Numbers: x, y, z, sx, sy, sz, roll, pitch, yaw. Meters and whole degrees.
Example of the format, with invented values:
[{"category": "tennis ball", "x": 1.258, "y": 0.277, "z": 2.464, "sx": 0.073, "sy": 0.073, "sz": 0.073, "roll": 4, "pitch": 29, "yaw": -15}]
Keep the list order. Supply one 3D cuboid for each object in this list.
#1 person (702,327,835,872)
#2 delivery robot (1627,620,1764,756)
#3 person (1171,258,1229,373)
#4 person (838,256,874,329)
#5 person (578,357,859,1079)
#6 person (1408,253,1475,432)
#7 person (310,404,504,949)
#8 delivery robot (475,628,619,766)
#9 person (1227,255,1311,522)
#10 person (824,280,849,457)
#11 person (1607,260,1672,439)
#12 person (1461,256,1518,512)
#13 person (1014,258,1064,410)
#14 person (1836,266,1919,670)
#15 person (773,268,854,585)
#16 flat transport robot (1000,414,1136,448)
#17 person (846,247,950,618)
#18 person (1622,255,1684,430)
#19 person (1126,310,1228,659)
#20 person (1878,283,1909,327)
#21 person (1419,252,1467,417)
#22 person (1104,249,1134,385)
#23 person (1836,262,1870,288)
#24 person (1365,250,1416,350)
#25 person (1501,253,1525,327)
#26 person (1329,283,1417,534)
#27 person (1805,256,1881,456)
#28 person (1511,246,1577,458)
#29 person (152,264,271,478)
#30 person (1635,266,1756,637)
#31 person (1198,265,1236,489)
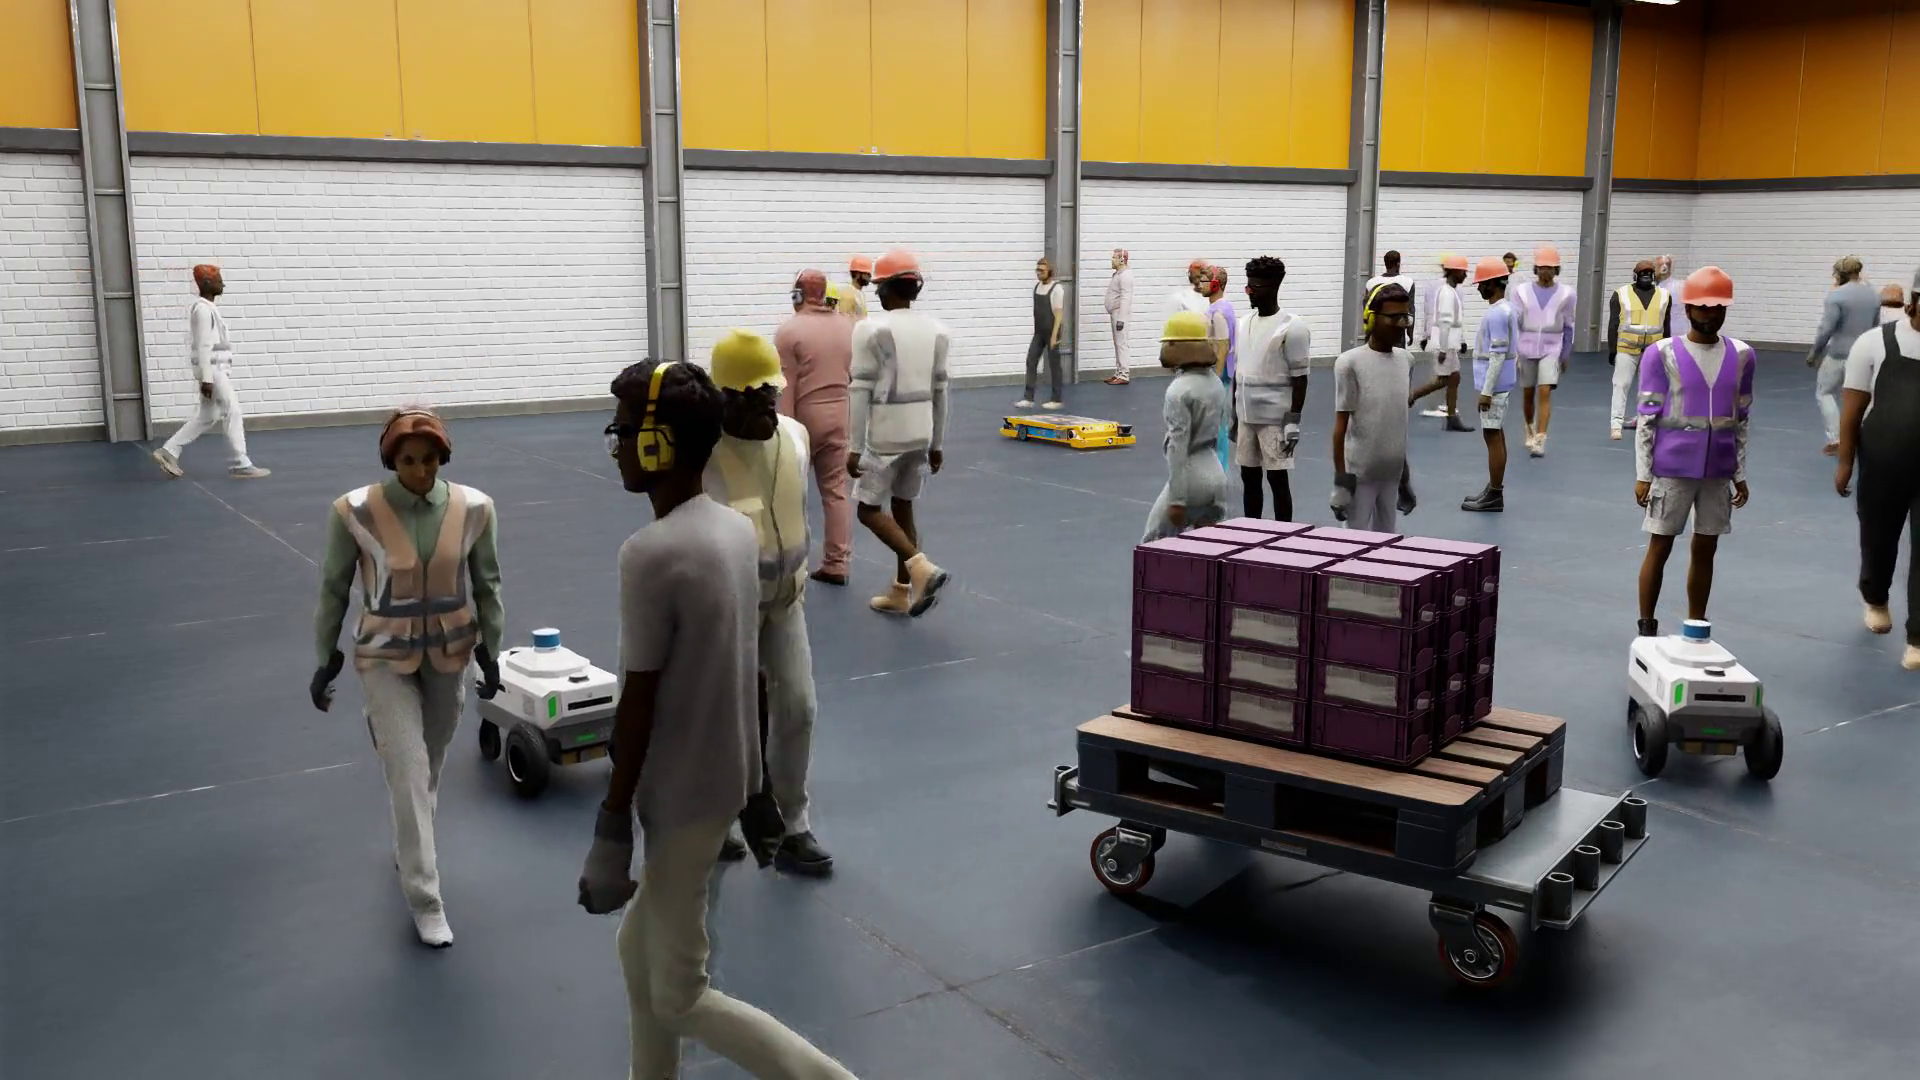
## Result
[{"category": "person", "x": -0.701, "y": 0.210, "z": 5.385, "sx": 0.611, "sy": 1.792, "sz": 0.726, "roll": -9, "pitch": 14, "yaw": -40}, {"category": "delivery robot", "x": 2.913, "y": 0.562, "z": 6.611, "sx": 0.477, "sy": 0.478, "sz": 0.707, "roll": 1, "pitch": 10, "yaw": 8}, {"category": "person", "x": 2.337, "y": -1.808, "z": 16.244, "sx": 0.611, "sy": 1.871, "sz": 0.482, "roll": -2, "pitch": 11, "yaw": -13}, {"category": "person", "x": -1.062, "y": -2.064, "z": 17.645, "sx": 1.003, "sy": 1.871, "sz": 0.546, "roll": 1, "pitch": 10, "yaw": 7}, {"category": "person", "x": -0.496, "y": 0.545, "z": 3.449, "sx": 0.797, "sy": 1.841, "sz": 0.522, "roll": 2, "pitch": 11, "yaw": 11}, {"category": "person", "x": 5.111, "y": -2.105, "z": 17.781, "sx": 0.778, "sy": 1.912, "sz": 0.545, "roll": 3, "pitch": 11, "yaw": 18}, {"category": "person", "x": -1.713, "y": 0.358, "z": 5.147, "sx": 0.575, "sy": 1.590, "sz": 0.867, "roll": -7, "pitch": 12, "yaw": -34}, {"category": "delivery robot", "x": -1.599, "y": 0.588, "z": 6.467, "sx": 0.477, "sy": 0.478, "sz": 0.707, "roll": -8, "pitch": 13, "yaw": -39}, {"category": "person", "x": 1.887, "y": -0.777, "z": 10.331, "sx": 0.361, "sy": 1.964, "sz": 0.616, "roll": -6, "pitch": 12, "yaw": -31}, {"category": "person", "x": -1.346, "y": -1.469, "z": 14.888, "sx": 0.555, "sy": 1.695, "sz": 0.937, "roll": 9, "pitch": 14, "yaw": 42}, {"category": "person", "x": 6.973, "y": -1.945, "z": 17.083, "sx": 0.626, "sy": 1.844, "sz": 0.429, "roll": 1, "pitch": 10, "yaw": 6}, {"category": "person", "x": 4.017, "y": -1.174, "z": 12.620, "sx": 0.375, "sy": 1.927, "sz": 0.543, "roll": 4, "pitch": 11, "yaw": 23}, {"category": "person", "x": 0.945, "y": -2.445, "z": 19.876, "sx": 0.788, "sy": 1.818, "sz": 0.548, "roll": -9, "pitch": 14, "yaw": -40}, {"category": "person", "x": 4.778, "y": -0.447, "z": 8.322, "sx": 0.683, "sy": 2.000, "sz": 0.965, "roll": 6, "pitch": 12, "yaw": 28}, {"category": "person", "x": -0.955, "y": -0.683, "z": 10.039, "sx": 0.685, "sy": 1.879, "sz": 0.773, "roll": -10, "pitch": 14, "yaw": -43}, {"category": "flat transport robot", "x": 1.077, "y": -1.120, "z": 16.864, "sx": 0.652, "sy": 0.197, "sz": 1.431, "roll": -7, "pitch": 12, "yaw": -33}, {"category": "person", "x": -0.296, "y": -0.543, "z": 8.892, "sx": 0.634, "sy": 2.025, "sz": 0.624, "roll": -9, "pitch": 14, "yaw": -41}, {"category": "person", "x": 7.461, "y": -2.123, "z": 17.954, "sx": 0.791, "sy": 1.876, "sz": 0.676, "roll": 1, "pitch": 10, "yaw": 8}, {"category": "person", "x": 1.080, "y": -0.240, "z": 8.071, "sx": 0.566, "sy": 1.724, "sz": 0.490, "roll": 9, "pitch": 14, "yaw": 42}, {"category": "person", "x": 9.469, "y": -1.826, "z": 17.049, "sx": 0.508, "sy": 1.613, "sz": 0.564, "roll": 5, "pitch": 12, "yaw": 26}, {"category": "person", "x": 5.673, "y": -2.373, "z": 19.265, "sx": 0.735, "sy": 1.892, "sz": 0.625, "roll": -4, "pitch": 11, "yaw": -21}, {"category": "person", "x": 2.238, "y": -3.147, "z": 23.481, "sx": 0.407, "sy": 1.913, "sz": 0.641, "roll": 0, "pitch": 10, "yaw": -2}, {"category": "person", "x": 14.917, "y": -3.821, "z": 27.817, "sx": 0.550, "sy": 1.662, "sz": 0.712, "roll": 9, "pitch": 14, "yaw": 42}, {"category": "person", "x": 5.157, "y": -2.509, "z": 19.979, "sx": 0.587, "sy": 1.915, "sz": 0.393, "roll": 4, "pitch": 11, "yaw": 21}, {"category": "person", "x": 8.170, "y": -3.373, "z": 24.933, "sx": 0.544, "sy": 1.829, "sz": 0.886, "roll": 8, "pitch": 13, "yaw": 39}, {"category": "person", "x": 1.972, "y": -0.284, "z": 7.912, "sx": 0.534, "sy": 1.864, "sz": 0.309, "roll": -7, "pitch": 12, "yaw": -34}, {"category": "person", "x": 8.359, "y": -1.708, "z": 15.667, "sx": 0.668, "sy": 1.892, "sz": 0.555, "roll": -4, "pitch": 11, "yaw": -19}, {"category": "person", "x": 5.580, "y": -1.820, "z": 16.009, "sx": 0.608, "sy": 1.998, "sz": 1.062, "roll": 4, "pitch": 11, "yaw": 21}, {"category": "person", "x": -6.481, "y": -1.432, "z": 14.246, "sx": 0.860, "sy": 1.858, "sz": 0.584, "roll": -4, "pitch": 11, "yaw": -22}, {"category": "person", "x": 3.553, "y": -0.345, "z": 8.045, "sx": 0.553, "sy": 1.935, "sz": 0.361, "roll": 0, "pitch": 10, "yaw": 0}, {"category": "person", "x": 2.117, "y": -1.339, "z": 13.747, "sx": 0.377, "sy": 1.844, "sz": 0.569, "roll": 1, "pitch": 10, "yaw": 6}]
